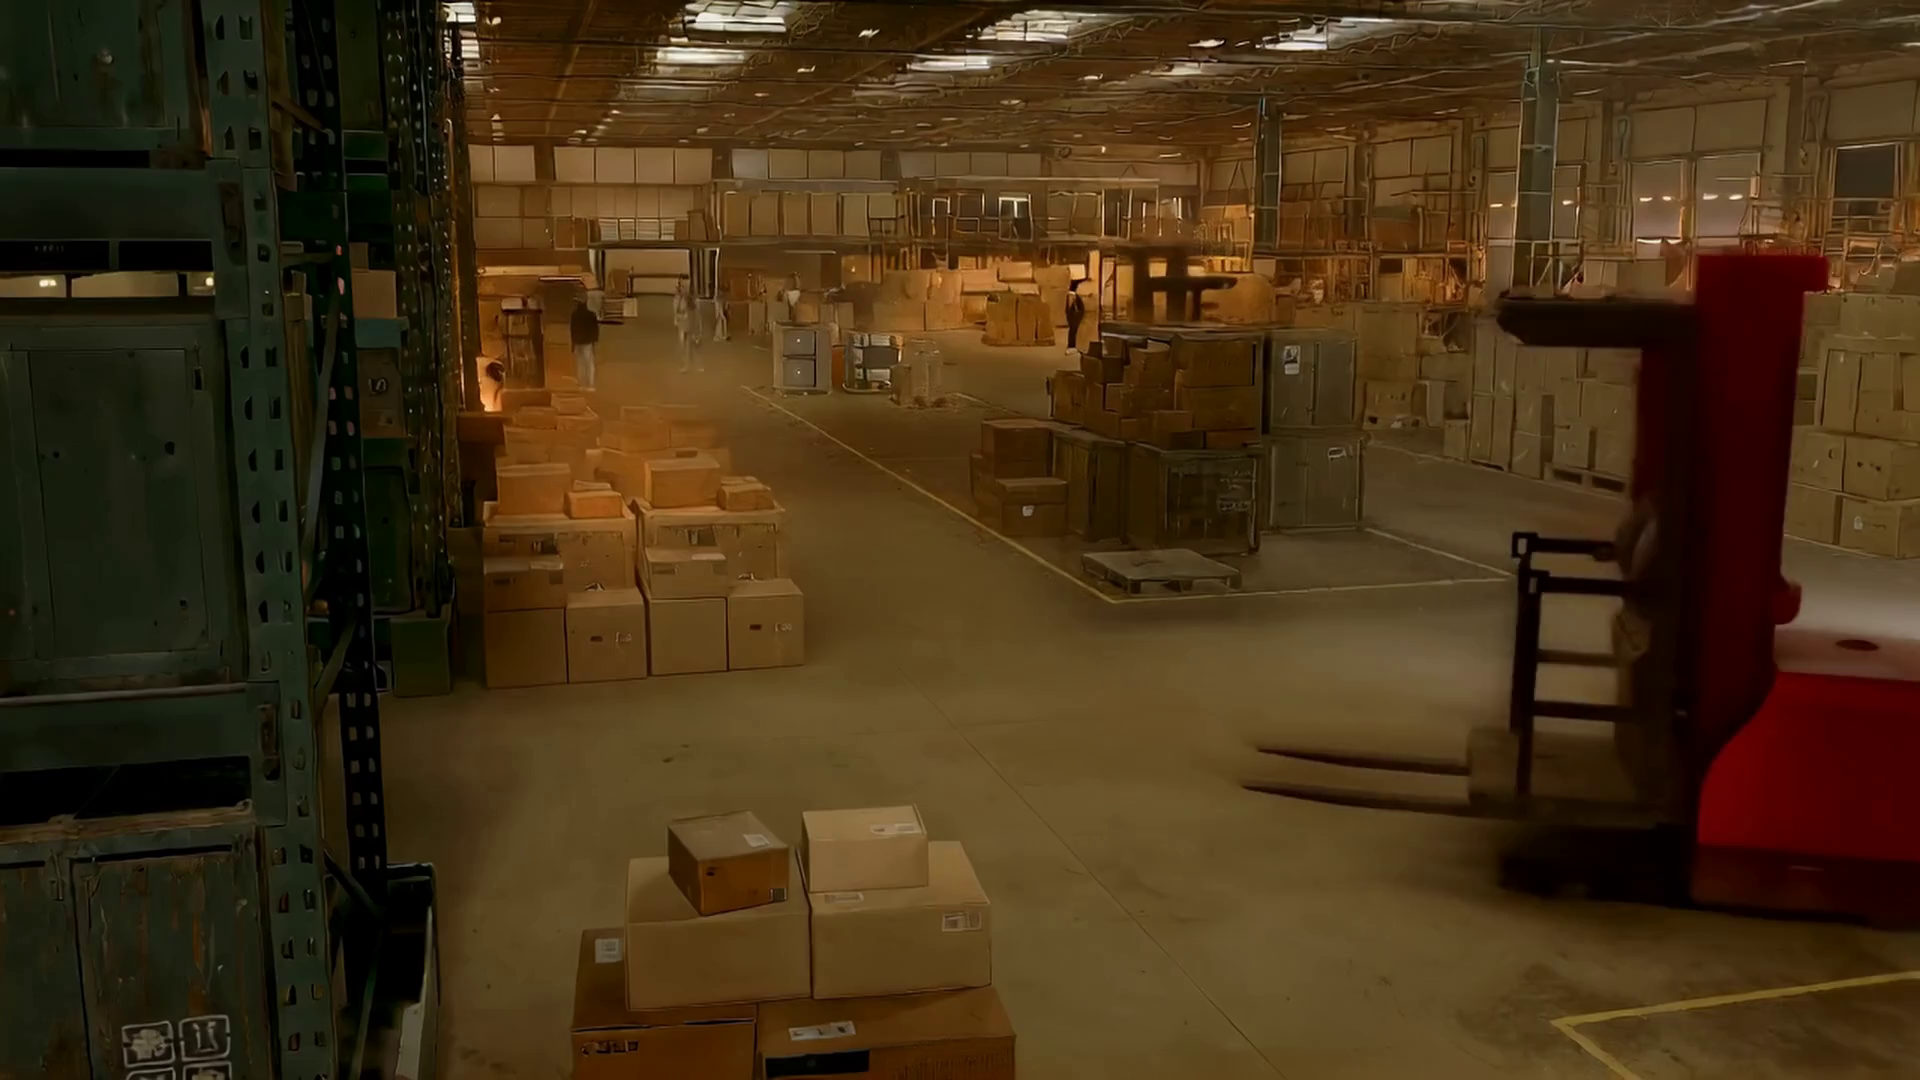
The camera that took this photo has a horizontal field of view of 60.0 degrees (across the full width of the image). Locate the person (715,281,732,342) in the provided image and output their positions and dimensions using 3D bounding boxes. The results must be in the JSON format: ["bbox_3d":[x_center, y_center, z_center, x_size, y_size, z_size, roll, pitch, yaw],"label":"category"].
[{"bbox_3d":[-7.114,-6.904,50.233,0.739,1.829,0.531,3,10,14],"label":"person"}]

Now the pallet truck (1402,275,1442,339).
[{"bbox_3d":[14.620,-7.324,52.145,0.823,1.965,1.885,8,13,40],"label":"pallet truck"}]

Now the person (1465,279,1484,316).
[{"bbox_3d":[16.926,-7.688,54.782,0.639,1.801,0.944,4,11,20],"label":"person"}]

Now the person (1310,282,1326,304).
[{"bbox_3d":[11.908,-7.736,55.366,0.535,1.687,0.321,5,11,25],"label":"person"}]

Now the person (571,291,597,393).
[{"bbox_3d":[-7.405,-3.881,32.656,0.611,1.995,0.378,6,11,29],"label":"person"}]

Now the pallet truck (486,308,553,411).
[{"bbox_3d":[-6.242,-2.418,24.362,0.823,1.965,1.885,1,10,3],"label":"pallet truck"}]

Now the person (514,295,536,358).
[{"bbox_3d":[-10.729,-5.204,41.025,0.552,1.674,0.569,-1,10,-6],"label":"person"}]

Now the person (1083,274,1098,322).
[{"bbox_3d":[4.986,-9.088,62.611,0.557,1.820,0.979,-9,14,-43],"label":"person"}]

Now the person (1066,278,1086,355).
[{"bbox_3d":[3.076,-5.952,44.253,0.538,2.000,0.684,1,10,3],"label":"person"}]

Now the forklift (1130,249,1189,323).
[{"bbox_3d":[2.928,-2.914,24.676,1.129,2.768,1.873,-9,13,-41],"label":"forklift"}]

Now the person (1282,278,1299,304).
[{"bbox_3d":[10.098,-7.128,51.289,0.675,1.909,0.617,-3,10,-15],"label":"person"}]

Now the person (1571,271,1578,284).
[{"bbox_3d":[23.724,-9.484,64.500,1.001,1.941,0.657,5,11,28],"label":"person"}]

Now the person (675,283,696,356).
[{"bbox_3d":[-7.175,-5.786,43.686,0.578,1.905,0.856,-2,10,-13],"label":"person"}]

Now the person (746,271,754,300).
[{"bbox_3d":[-9.379,-11.146,74.444,0.331,1.768,0.526,3,11,19],"label":"person"}]

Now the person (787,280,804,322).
[{"bbox_3d":[-4.857,-6.704,48.989,0.600,1.882,0.950,4,11,23],"label":"person"}]

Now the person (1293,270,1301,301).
[{"bbox_3d":[13.550,-9.895,66.951,0.579,1.904,0.865,8,13,38],"label":"person"}]

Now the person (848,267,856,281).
[{"bbox_3d":[-4.843,-11.291,74.696,0.368,1.966,0.603,-5,11,-25],"label":"person"}]

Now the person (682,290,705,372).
[{"bbox_3d":[-6.159,-4.764,38.033,0.737,1.859,0.641,-8,13,-39],"label":"person"}]

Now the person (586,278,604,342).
[{"bbox_3d":[-10.958,-6.880,49.894,0.568,1.909,0.771,0,10,-1],"label":"person"}]

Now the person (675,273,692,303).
[{"bbox_3d":[-10.186,-8.893,61.293,0.638,1.897,0.578,-2,10,-10],"label":"person"}]

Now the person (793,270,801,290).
[{"bbox_3d":[-7.305,-11.115,74.082,0.395,1.830,0.519,9,13,41],"label":"person"}]

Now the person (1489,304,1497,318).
[{"bbox_3d":[10.107,-3.587,31.253,0.655,1.894,0.991,-2,10,-11],"label":"person"}]

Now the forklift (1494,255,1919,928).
[{"bbox_3d":[3.429,0.136,7.404,1.873,2.768,1.129,3,10,16],"label":"forklift"}]

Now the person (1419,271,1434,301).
[{"bbox_3d":[20.751,-11.092,74.057,0.655,1.787,0.980,2,10,9],"label":"person"}]

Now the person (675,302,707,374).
[{"bbox_3d":[-6.074,-4.531,37.421,0.787,1.604,0.526,-2,10,-13],"label":"person"}]
